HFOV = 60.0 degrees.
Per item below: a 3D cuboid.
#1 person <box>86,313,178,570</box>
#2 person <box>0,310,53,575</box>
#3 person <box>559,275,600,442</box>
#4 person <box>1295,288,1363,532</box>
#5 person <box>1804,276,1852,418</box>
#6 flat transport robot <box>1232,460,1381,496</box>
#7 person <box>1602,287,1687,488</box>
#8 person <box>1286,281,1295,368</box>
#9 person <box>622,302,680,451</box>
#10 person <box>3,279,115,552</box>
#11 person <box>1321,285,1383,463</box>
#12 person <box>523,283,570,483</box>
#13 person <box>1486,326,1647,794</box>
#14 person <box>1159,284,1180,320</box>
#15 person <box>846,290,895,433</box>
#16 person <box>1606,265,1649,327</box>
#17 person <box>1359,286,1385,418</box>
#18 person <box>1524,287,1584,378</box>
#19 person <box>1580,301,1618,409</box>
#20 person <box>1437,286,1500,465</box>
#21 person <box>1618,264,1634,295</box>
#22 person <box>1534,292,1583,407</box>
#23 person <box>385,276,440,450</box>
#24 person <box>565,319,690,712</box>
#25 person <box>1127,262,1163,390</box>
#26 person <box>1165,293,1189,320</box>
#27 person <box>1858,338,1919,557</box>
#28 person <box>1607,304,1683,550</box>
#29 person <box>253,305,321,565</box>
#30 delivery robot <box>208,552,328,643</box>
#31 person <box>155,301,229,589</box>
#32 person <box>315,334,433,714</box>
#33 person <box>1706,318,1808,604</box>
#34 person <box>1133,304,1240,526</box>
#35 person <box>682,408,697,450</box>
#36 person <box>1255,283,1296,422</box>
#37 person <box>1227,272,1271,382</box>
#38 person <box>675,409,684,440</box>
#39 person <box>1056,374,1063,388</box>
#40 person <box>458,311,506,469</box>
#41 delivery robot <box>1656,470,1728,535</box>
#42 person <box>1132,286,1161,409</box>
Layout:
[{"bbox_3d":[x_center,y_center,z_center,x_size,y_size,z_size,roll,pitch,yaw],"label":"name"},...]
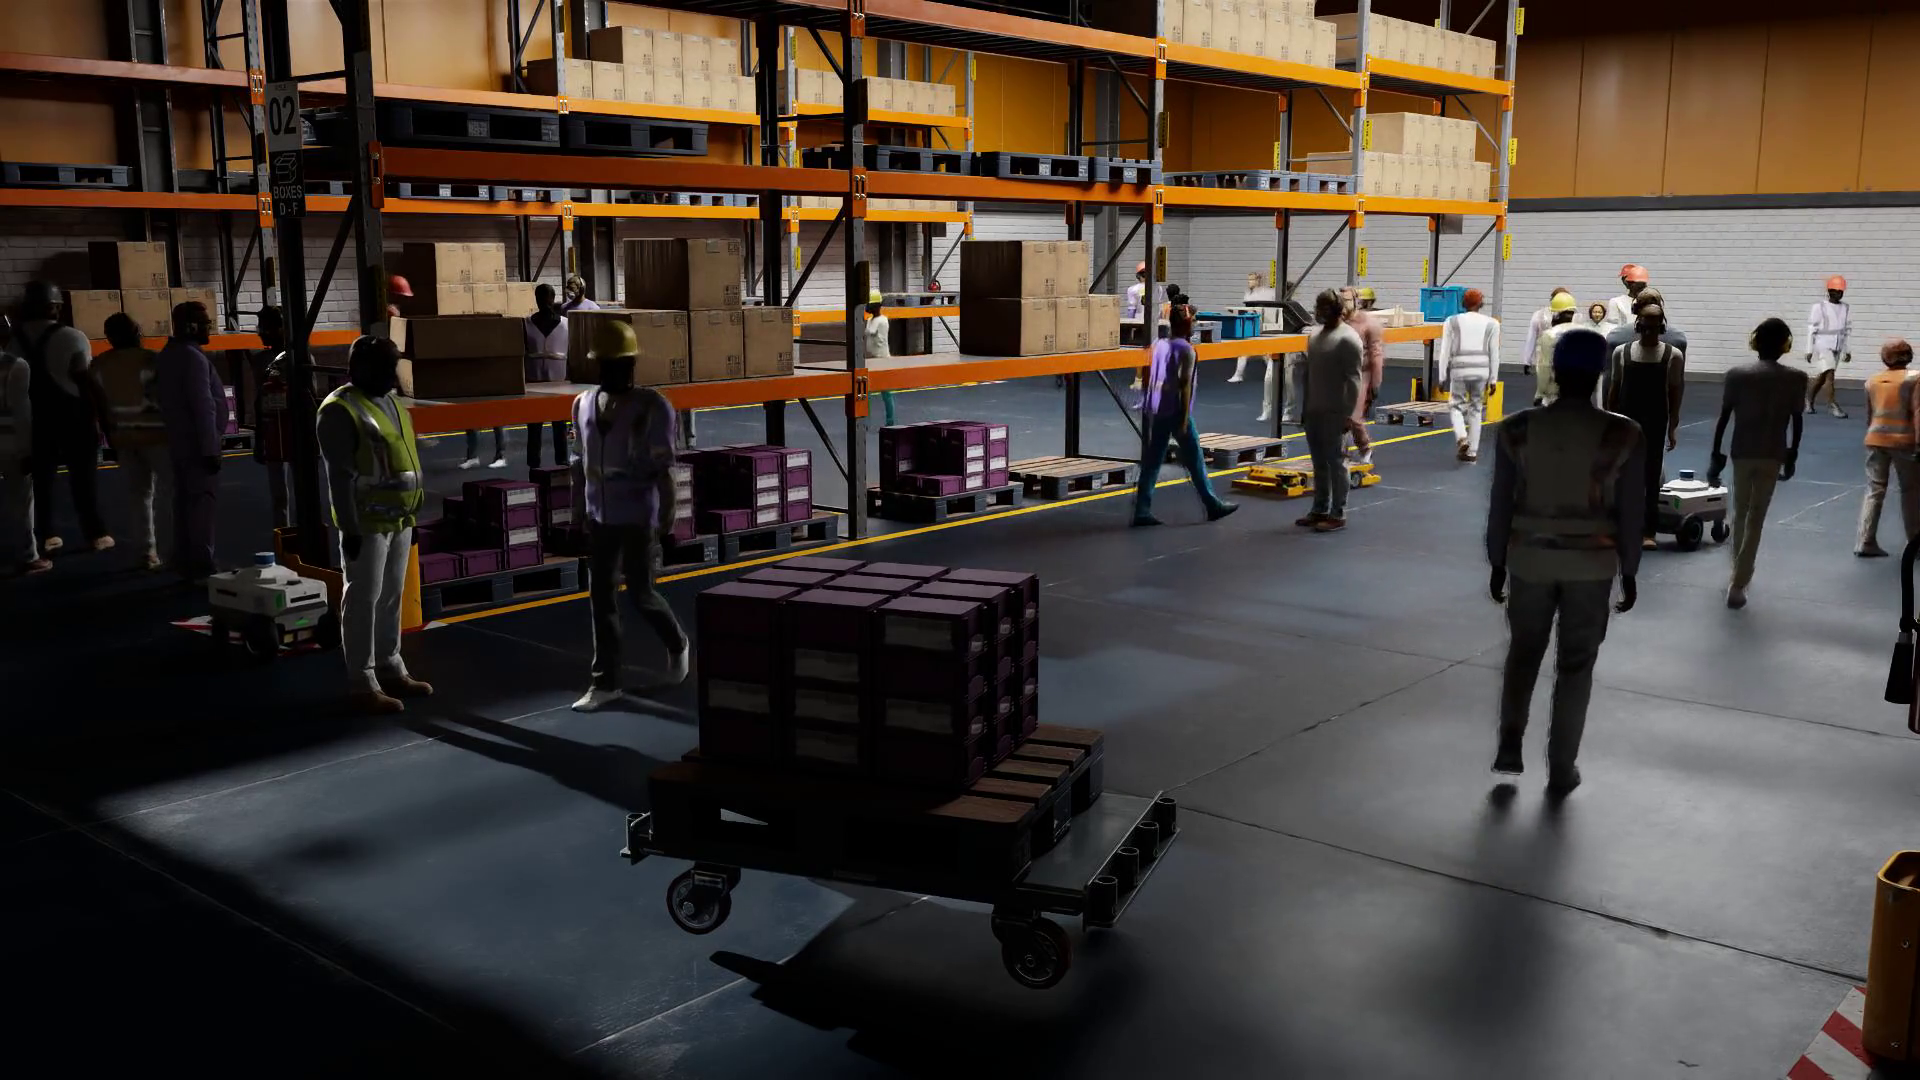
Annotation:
[{"bbox_3d":[-5.716,-0.687,11.719,0.726,1.805,0.429,1,10,5],"label":"person"},{"bbox_3d":[-6.549,-0.626,11.205,0.593,1.863,0.826,1,10,8],"label":"person"},{"bbox_3d":[-4.412,-2.089,19.296,0.630,1.940,0.372,6,11,29],"label":"person"},{"bbox_3d":[2.947,-1.036,13.295,0.348,1.937,0.635,-4,11,-23],"label":"person"},{"bbox_3d":[11.690,-2.607,22.392,0.554,1.900,0.994,-2,10,-10],"label":"person"},{"bbox_3d":[3.261,-0.607,15.596,1.431,0.197,0.652,-9,13,-40],"label":"flat transport robot"},{"bbox_3d":[5.497,-1.059,13.427,0.635,1.937,0.354,2,10,10],"label":"person"},{"bbox_3d":[6.114,-4.046,31.286,0.310,1.640,0.514,-2,10,-11],"label":"person"},{"bbox_3d":[-2.496,-0.983,13.203,0.605,1.865,1.015,8,13,39],"label":"person"},{"bbox_3d":[-6.720,-0.926,12.381,0.693,2.000,0.536,0,10,-2],"label":"person"},{"bbox_3d":[3.853,-1.577,16.526,0.654,1.895,0.426,10,14,44],"label":"person"},{"bbox_3d":[-3.959,-1.492,15.946,0.587,1.922,0.390,-3,10,-16],"label":"person"},{"bbox_3d":[2.502,0.093,6.880,0.607,1.935,0.423,7,12,33],"label":"person"},{"bbox_3d":[3.327,-3.168,26.111,0.541,1.700,0.316,2,10,9],"label":"person"},{"bbox_3d":[-1.086,-2.151,20.203,0.703,1.744,0.537,-6,11,-30],"label":"person"},{"bbox_3d":[8.070,-2.265,19.993,0.608,2.046,0.368,-1,10,-4],"label":"person"},{"bbox_3d":[5.468,-2.522,22.342,0.543,1.769,0.619,8,13,40],"label":"person"},{"bbox_3d":[7.177,-2.143,20.071,0.643,1.790,0.925,1,10,5],"label":"person"},{"bbox_3d":[7.531,-2.014,19.748,0.509,1.629,0.315,3,10,15],"label":"person"},{"bbox_3d":[5.272,-1.692,17.240,0.629,1.862,0.539,1,10,7],"label":"person"},{"bbox_3d":[10.716,-3.413,26.678,0.391,1.990,0.623,2,10,13],"label":"person"},{"bbox_3d":[5.787,-1.465,16.046,0.596,1.830,0.403,-5,11,-24],"label":"person"},{"bbox_3d":[-6.335,-1.967,18.627,0.732,1.942,0.702,-8,13,-39],"label":"person"},{"bbox_3d":[-1.669,-0.132,8.218,0.606,1.912,0.655,5,11,26],"label":"person"},{"bbox_3d":[2.920,-3.396,26.462,0.605,2.034,0.392,-3,10,-17],"label":"person"},{"bbox_3d":[2.700,-2.208,20.648,0.318,1.697,0.540,-7,12,-34],"label":"person"},{"bbox_3d":[6.911,-0.679,12.235,0.771,1.587,0.573,-6,12,-30],"label":"person"},{"bbox_3d":[5.106,-0.842,12.466,0.506,1.843,0.343,5,11,26],"label":"person"},{"bbox_3d":[-4.677,-0.688,11.537,0.520,1.864,0.333,3,10,16],"label":"person"},{"bbox_3d":[-3.870,0.311,9.291,0.707,0.478,0.477,7,12,34],"label":"delivery robot"},{"bbox_3d":[-5.068,-0.631,11.085,0.403,1.906,0.652,-9,14,-42],"label":"person"},{"bbox_3d":[-2.851,-0.084,8.166,0.430,1.841,0.619,2,10,10],"label":"person"},{"bbox_3d":[5.149,-0.520,10.738,0.506,1.803,1.028,8,13,37],"label":"person"},{"bbox_3d":[1.815,-1.013,13.541,0.962,1.794,0.582,-5,11,-26],"label":"person"},{"bbox_3d":[-3.067,-1.783,17.961,0.623,1.790,0.869,-3,10,-14],"label":"person"},{"bbox_3d":[4.125,-2.414,21.451,0.512,1.838,0.789,7,12,36],"label":"person"},{"bbox_3d":[5.003,-3.586,28.035,0.977,1.866,0.652,-5,11,-28],"label":"person"},{"bbox_3d":[-2.544,-1.262,14.576,0.349,1.940,0.551,1,10,7],"label":"person"},{"bbox_3d":[1.725,-3.304,26.226,0.553,1.925,0.456,-2,10,-10],"label":"person"},{"bbox_3d":[-4.884,-1.514,16.954,0.502,1.613,0.620,4,11,22],"label":"person"},{"bbox_3d":[5.549,-0.292,12.734,0.707,0.478,0.477,-7,12,-34],"label":"delivery robot"},{"bbox_3d":[2.618,-2.670,23.159,0.295,1.744,0.485,-3,11,-19],"label":"person"}]
